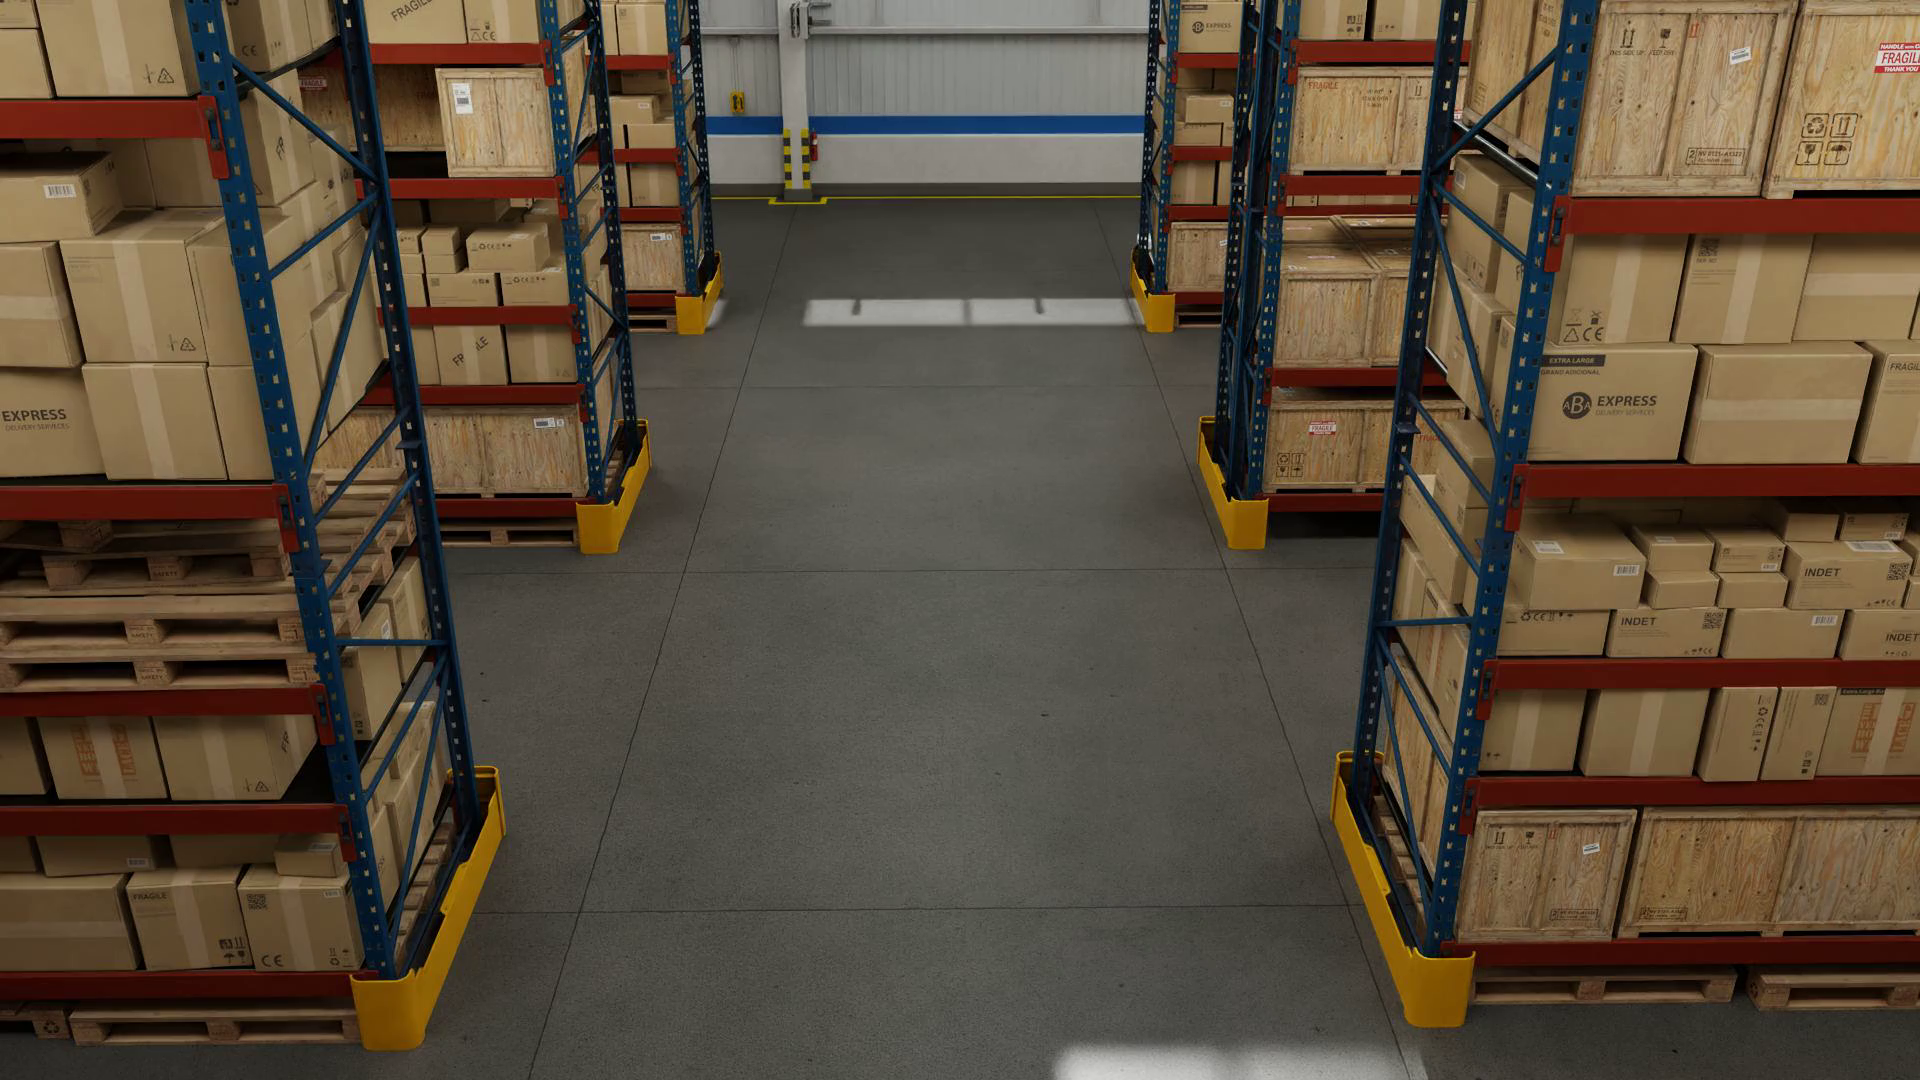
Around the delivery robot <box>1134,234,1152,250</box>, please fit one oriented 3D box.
[{"bbox_3d":[2.967,-4.281,24.618,0.740,0.535,0.667,-3,25,-7],"label":"delivery robot"}]
